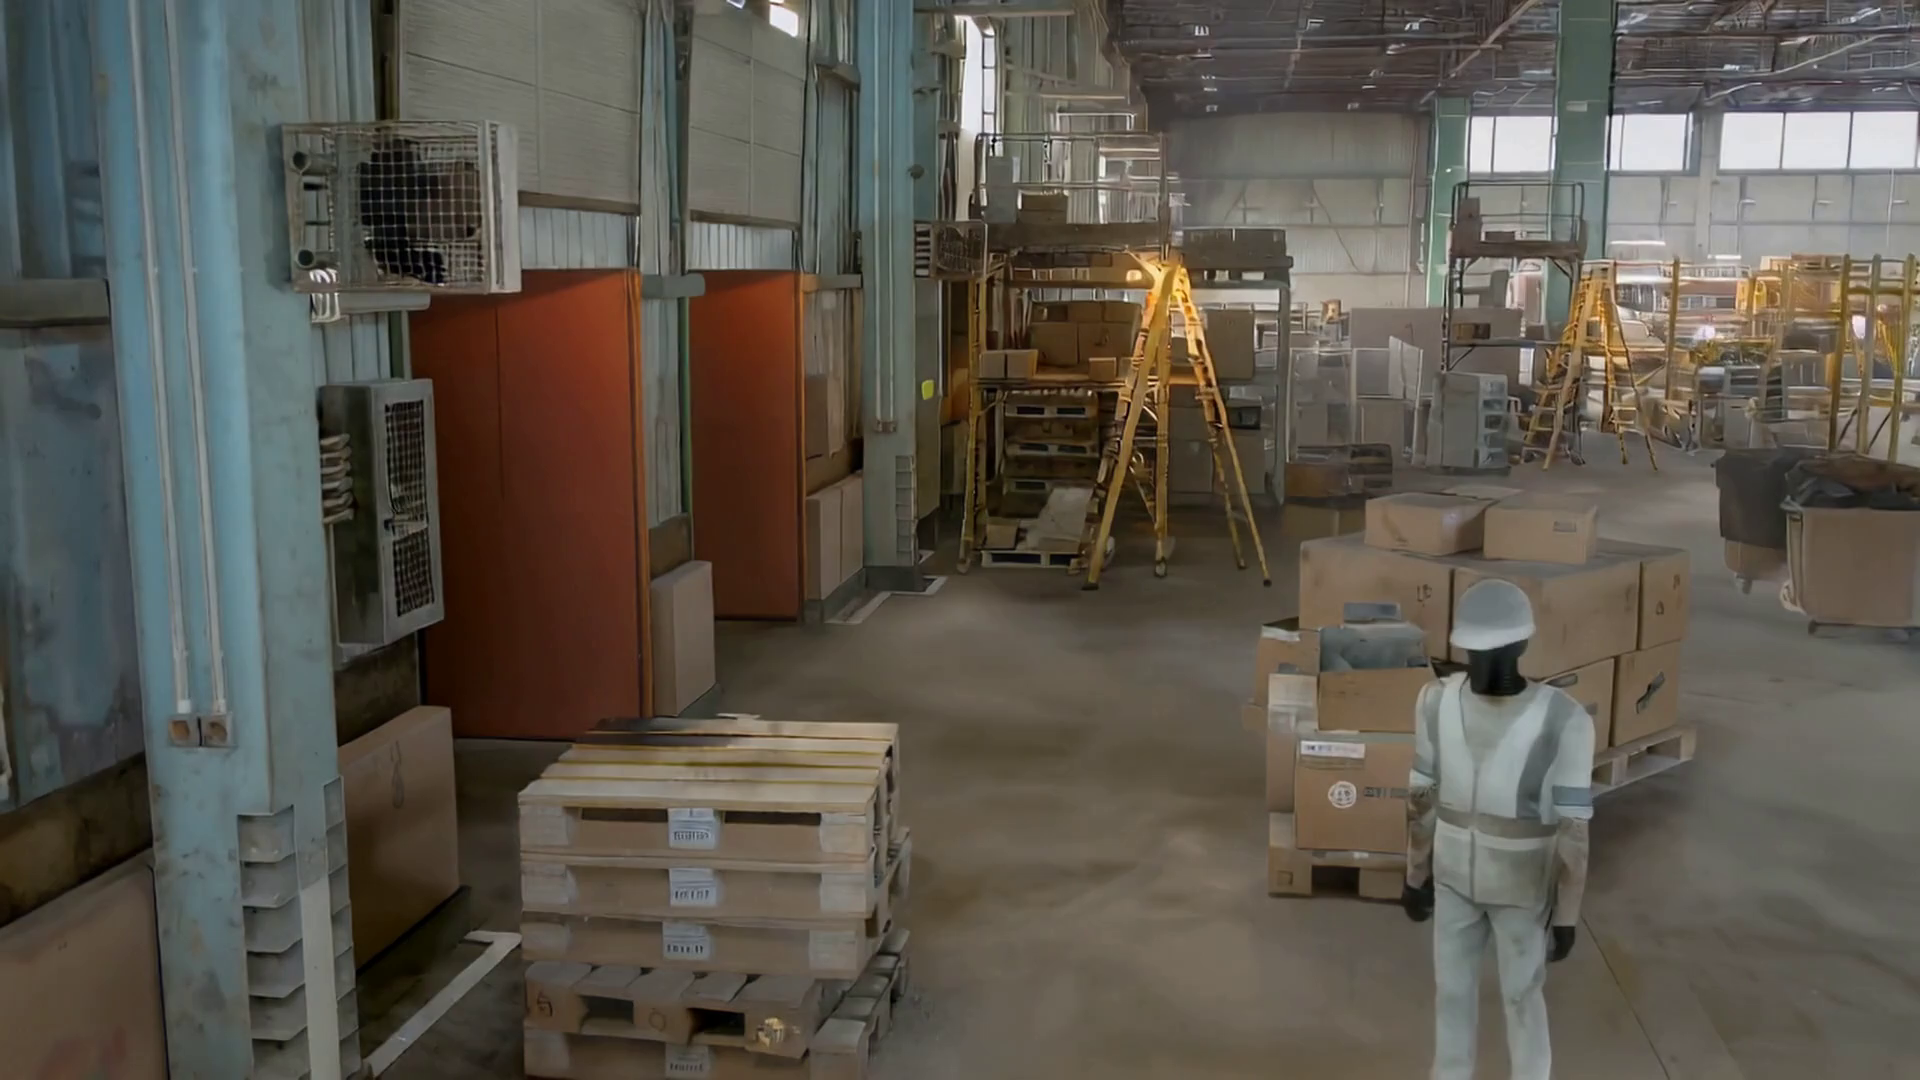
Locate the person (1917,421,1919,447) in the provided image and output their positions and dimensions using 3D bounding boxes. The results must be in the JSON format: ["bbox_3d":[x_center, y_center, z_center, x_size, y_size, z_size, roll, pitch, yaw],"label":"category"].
[{"bbox_3d":[15.740,-2.352,26.802,0.485,1.738,0.322,-5,11,-29],"label":"person"}]

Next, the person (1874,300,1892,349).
[{"bbox_3d":[29.513,-6.757,53.448,0.652,1.901,0.882,0,9,-3],"label":"person"}]

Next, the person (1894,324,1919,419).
[{"bbox_3d":[18.181,-3.224,31.886,0.360,1.838,0.500,6,11,31],"label":"person"}]

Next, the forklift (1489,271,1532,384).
[{"bbox_3d":[13.422,-5.322,41.591,1.873,2.768,1.129,1,9,9],"label":"forklift"}]

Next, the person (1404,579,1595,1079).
[{"bbox_3d":[1.647,1.061,5.193,0.589,1.918,0.399,9,13,44],"label":"person"}]

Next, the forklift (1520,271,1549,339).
[{"bbox_3d":[15.894,-5.998,45.760,1.873,2.768,1.129,-3,10,-19],"label":"forklift"}]

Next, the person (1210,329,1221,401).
[{"bbox_3d":[5.416,-3.629,34.995,0.314,1.634,0.515,-3,10,-20],"label":"person"}]

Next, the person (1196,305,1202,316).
[{"bbox_3d":[6.329,-5.340,44.637,0.544,1.929,0.386,-5,11,-29],"label":"person"}]

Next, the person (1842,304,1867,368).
[{"bbox_3d":[25.358,-5.732,47.101,0.784,1.921,0.554,-1,9,-6],"label":"person"}]

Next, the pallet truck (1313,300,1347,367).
[{"bbox_3d":[11.159,-6.200,49.718,0.823,1.965,1.885,4,10,26],"label":"pallet truck"}]

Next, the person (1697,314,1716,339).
[{"bbox_3d":[17.569,-4.426,39.300,0.595,1.842,0.979,-4,10,-22],"label":"person"}]
